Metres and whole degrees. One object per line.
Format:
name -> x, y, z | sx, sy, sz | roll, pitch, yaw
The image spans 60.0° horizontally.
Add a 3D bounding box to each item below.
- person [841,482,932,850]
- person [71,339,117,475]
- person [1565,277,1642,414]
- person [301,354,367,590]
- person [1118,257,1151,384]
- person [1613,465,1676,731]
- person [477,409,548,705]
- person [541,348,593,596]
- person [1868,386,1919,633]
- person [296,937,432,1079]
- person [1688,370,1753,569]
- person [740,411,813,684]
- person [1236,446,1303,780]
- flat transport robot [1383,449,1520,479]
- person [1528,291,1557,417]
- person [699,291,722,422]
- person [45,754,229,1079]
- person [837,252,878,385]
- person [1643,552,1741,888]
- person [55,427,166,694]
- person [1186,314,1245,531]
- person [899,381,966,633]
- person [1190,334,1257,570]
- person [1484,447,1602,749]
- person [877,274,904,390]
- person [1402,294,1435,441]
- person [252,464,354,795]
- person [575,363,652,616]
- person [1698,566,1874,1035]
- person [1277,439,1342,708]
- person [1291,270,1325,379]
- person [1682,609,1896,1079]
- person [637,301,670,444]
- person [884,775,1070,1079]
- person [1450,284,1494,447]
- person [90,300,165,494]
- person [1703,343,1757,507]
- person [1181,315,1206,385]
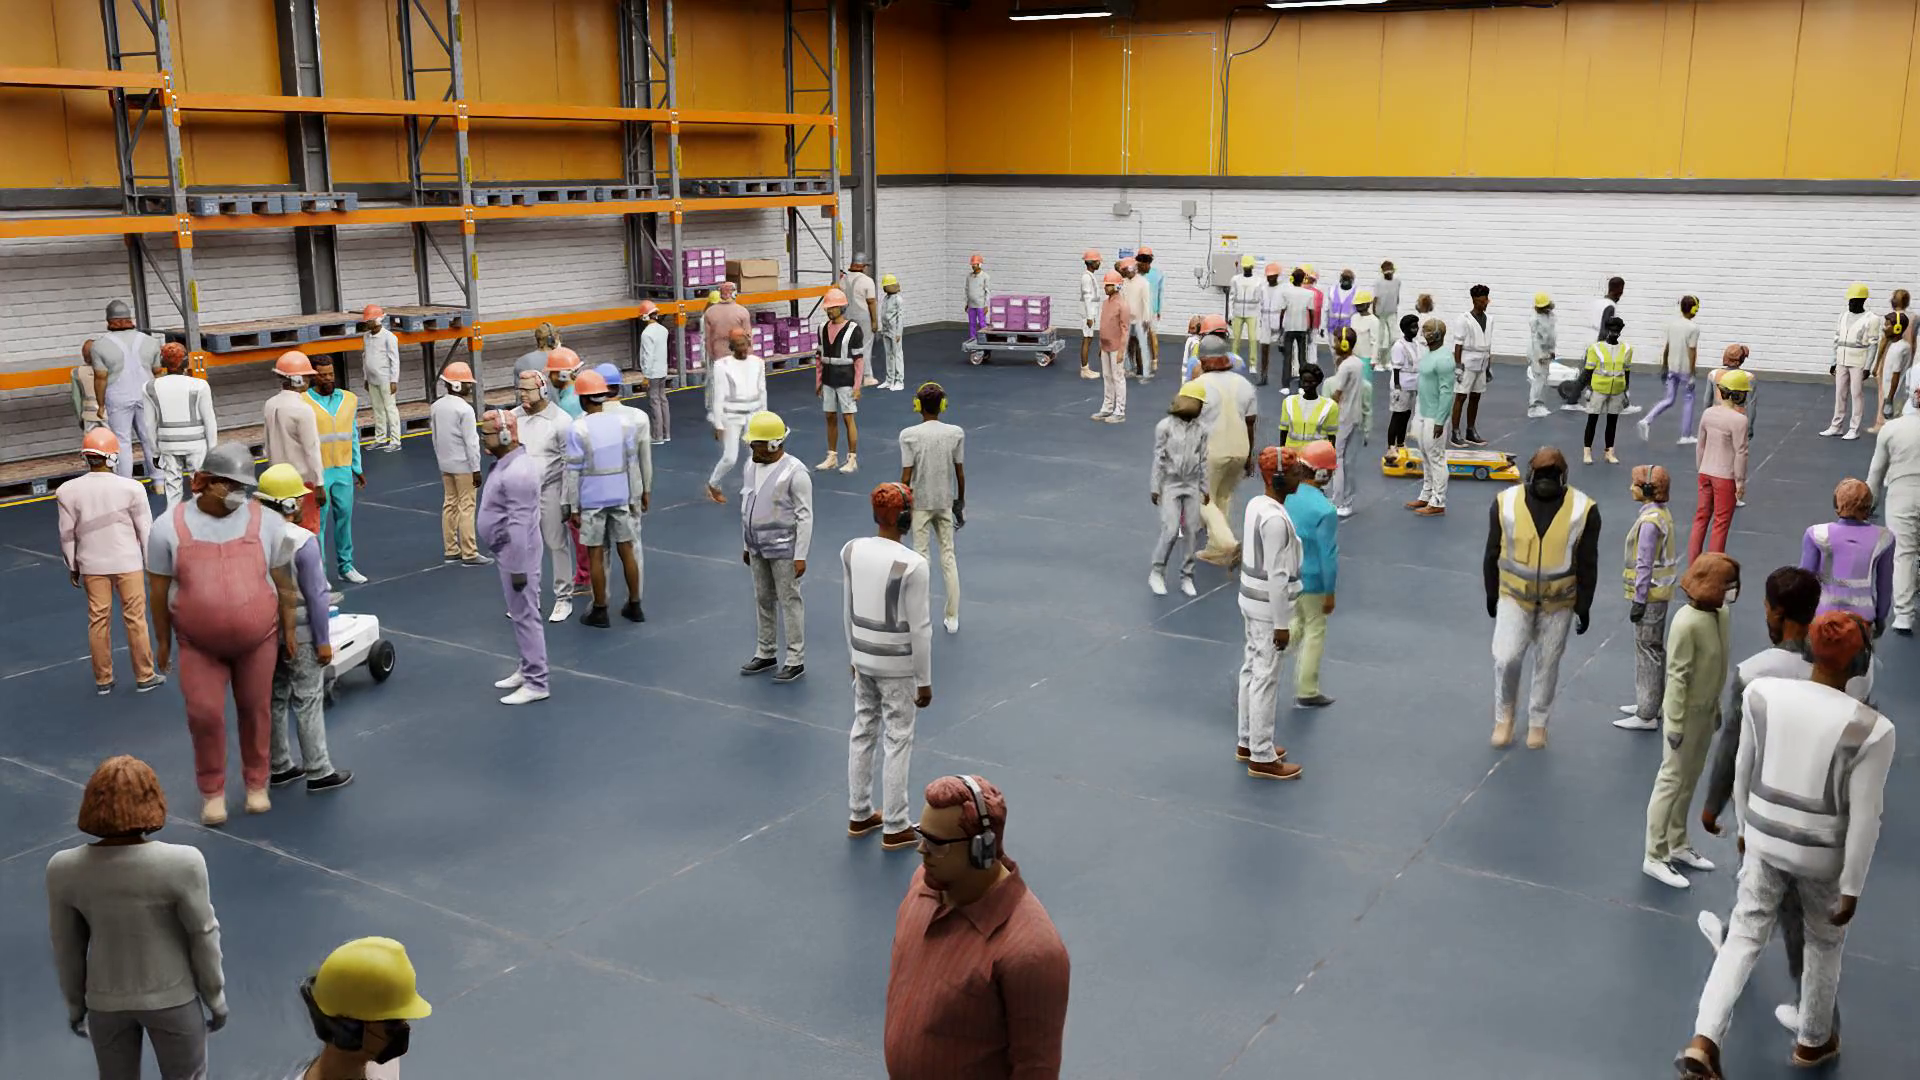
person -> -0.364, 0.634, 8.422 | 0.577, 1.879, 0.345 | 11, 17, 41
person -> -8.776, -1.231, 17.017 | 0.510, 1.645, 0.308 | -1, 13, -6
person -> 8.836, -2.663, 22.767 | 0.966, 1.858, 0.588 | 2, 13, 9
person -> -5.137, -0.563, 13.519 | 0.372, 1.916, 0.596 | 10, 17, 38
person -> 2.697, -3.406, 25.797 | 0.640, 1.954, 0.435 | 12, 18, 42
person -> 4.210, 0.349, 10.200 | 0.321, 1.633, 0.521 | 7, 15, 28
person -> -2.884, 0.099, 10.698 | 0.397, 1.900, 0.648 | -5, 14, -20
person -> -3.102, -0.547, 13.306 | 0.403, 1.987, 0.611 | -1, 13, -5
person -> 7.152, -0.277, 12.445 | 0.640, 1.837, 1.062 | 5, 14, 19
person -> -1.433, 1.748, 3.940 | 0.884, 1.709, 0.612 | 2, 13, 10
person -> 6.262, -0.516, 13.648 | 0.327, 1.767, 0.533 | -3, 13, -14
person -> -1.248, 0.044, 11.078 | 0.600, 1.826, 0.404 | 11, 17, 40
person -> 1.756, 0.404, 9.401 | 0.353, 1.883, 0.573 | -1, 13, -3
flat transport robot -> 5.416, -0.851, 18.375 | 1.431, 0.197, 0.652 | 3, 13, 13
person -> 7.872, -2.517, 22.490 | 0.527, 1.699, 0.347 | -11, 17, -39
person -> -3.238, -2.435, 22.054 | 0.358, 1.730, 0.496 | 9, 16, 36
person -> -2.598, 1.473, 5.308 | 0.500, 1.634, 0.286 | -1, 13, -3
person -> -1.528, -3.422, 25.648 | 0.681, 2.000, 0.535 | 10, 16, 37
person -> 3.542, 0.848, 8.021 | 0.507, 1.630, 0.268 | -12, 18, -42
person -> -5.522, 0.137, 10.840 | 0.573, 1.750, 0.332 | -2, 13, -9
person -> 2.350, -1.092, 15.587 | 0.612, 2.029, 0.408 | -6, 14, -24
person -> -0.210, -0.225, 12.169 | 0.534, 1.864, 0.313 | -5, 14, -19
person -> 2.207, -0.737, 14.004 | 0.702, 2.000, 0.812 | -7, 15, -27
person -> 3.385, 0.356, 9.749 | 0.631, 1.824, 0.515 | 5, 14, 19
person -> -1.043, -3.121, 25.016 | 0.311, 1.735, 0.484 | -9, 16, -35
person -> 5.690, -2.162, 20.744 | 0.575, 1.785, 0.893 | 1, 13, 5
person -> -3.676, 0.490, 9.137 | 0.591, 1.833, 0.404 | 6, 14, 24
person -> -2.641, -0.375, 12.674 | 0.611, 1.935, 0.420 | -8, 15, -31
person -> 3.301, 1.017, 6.765 | 0.609, 1.866, 0.986 | -3, 13, -14
person -> 2.171, 0.224, 10.480 | 0.445, 1.735, 0.587 | -6, 14, -25
person -> 5.409, -3.386, 26.226 | 0.664, 1.711, 0.347 | -3, 13, -14
person -> 3.080, 1.168, 6.173 | 0.885, 1.853, 0.574 | -11, 17, -40
person -> -3.767, -2.048, 20.338 | 0.347, 1.739, 0.572 | 3, 13, 12
person -> -0.001, 1.534, 4.447 | 0.410, 1.909, 0.642 | -9, 16, -33
person -> 6.210, -2.111, 20.122 | 0.600, 1.967, 0.368 | -7, 15, -29
person -> -8.572, -1.452, 17.102 | 0.538, 2.000, 0.689 | 11, 17, 41
person -> 7.689, -1.144, 16.647 | 0.306, 1.639, 0.523 | -10, 16, -38
person -> 2.769, -1.832, 19.656 | 0.313, 1.634, 0.514 | 0, 13, 0
